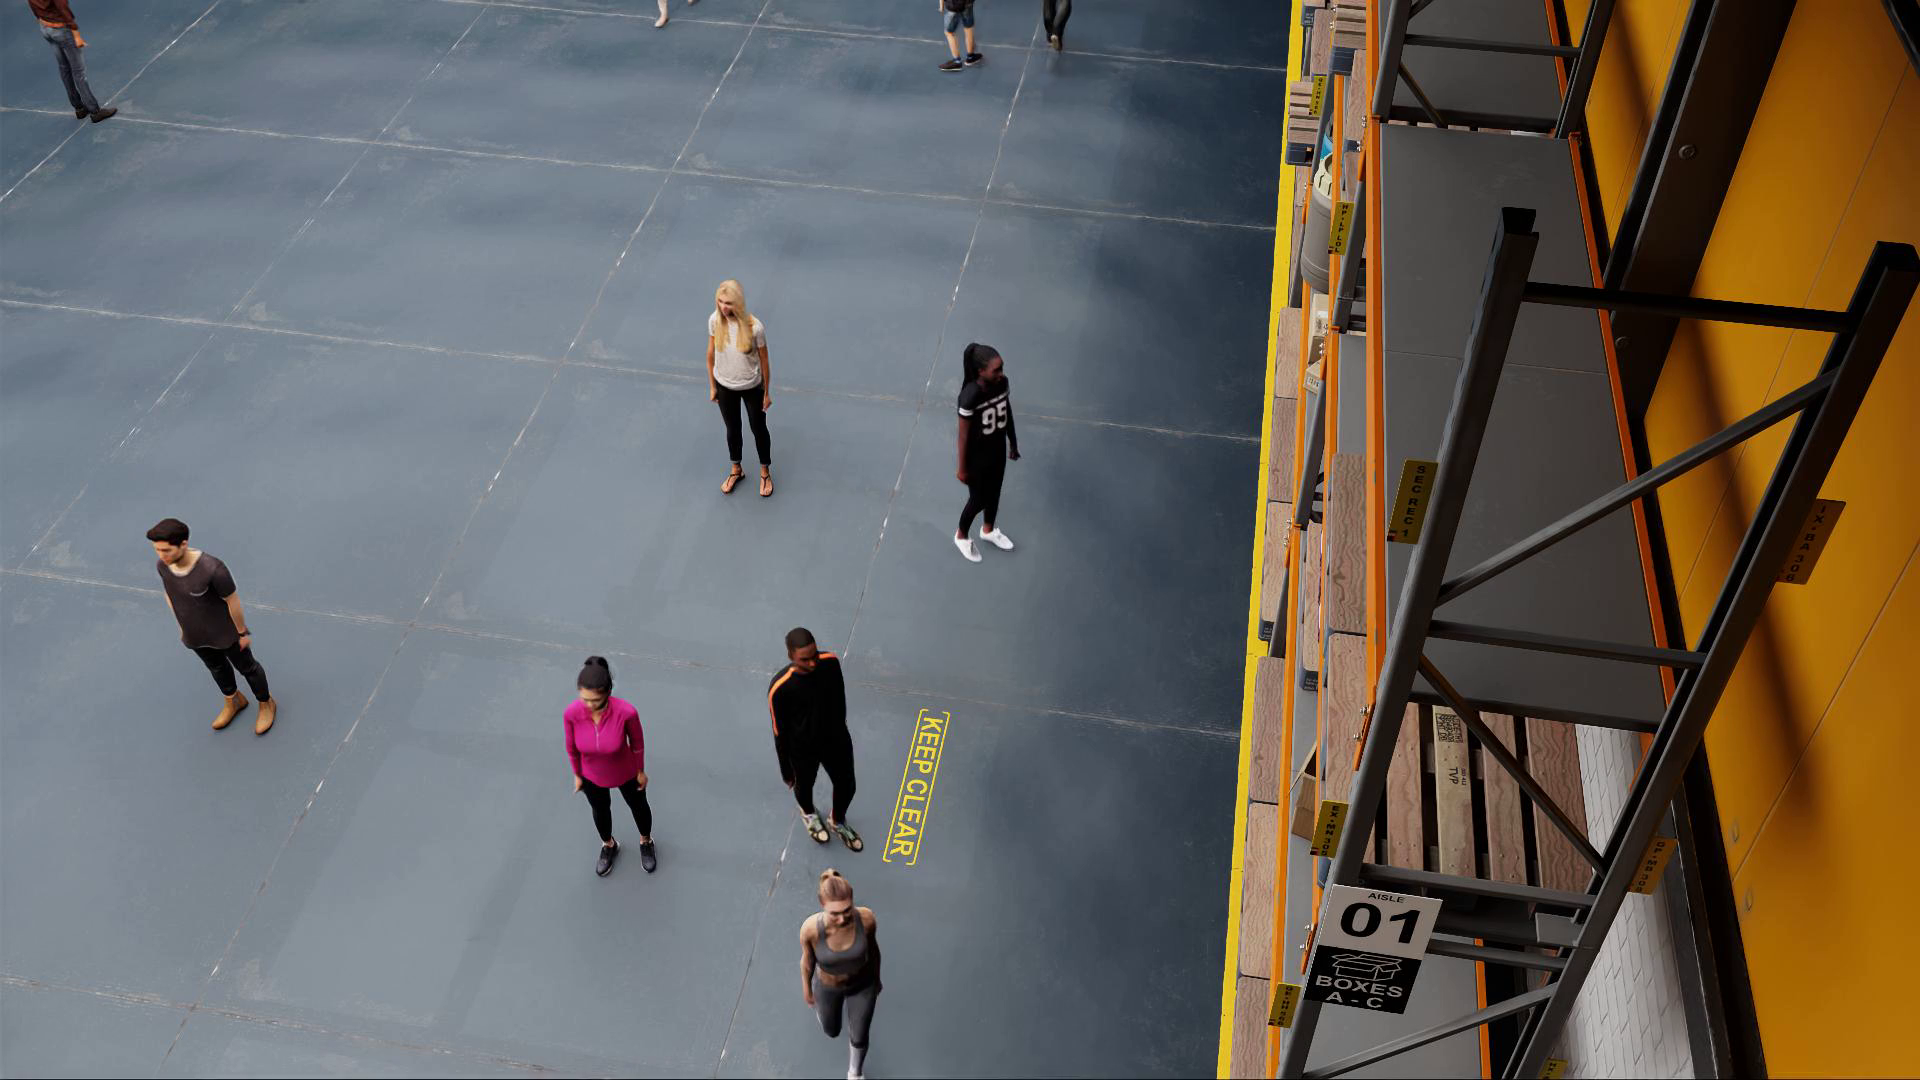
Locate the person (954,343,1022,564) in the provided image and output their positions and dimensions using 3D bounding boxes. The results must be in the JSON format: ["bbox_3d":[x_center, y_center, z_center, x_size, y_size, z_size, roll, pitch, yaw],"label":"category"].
[{"bbox_3d":[0.130,-0.630,11.473,0.830,1.729,0.736,32,52,29],"label":"person"}]

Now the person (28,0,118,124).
[{"bbox_3d":[-8.598,-4.851,15.866,0.700,1.781,0.637,21,48,21],"label":"person"}]

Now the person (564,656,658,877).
[{"bbox_3d":[-1.988,1.295,9.481,0.637,1.700,0.632,-2,44,-2],"label":"person"}]

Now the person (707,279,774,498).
[{"bbox_3d":[-1.565,-1.098,11.894,0.589,1.826,0.515,6,44,6],"label":"person"}]

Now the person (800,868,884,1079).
[{"bbox_3d":[-0.613,2.216,8.516,0.822,1.688,1.029,-11,45,-12],"label":"person"}]

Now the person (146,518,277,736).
[{"bbox_3d":[-4.626,0.510,10.285,0.606,1.717,0.533,7,44,8],"label":"person"}]

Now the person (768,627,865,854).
[{"bbox_3d":[-0.890,1.097,9.614,0.839,1.793,0.898,-24,49,-23],"label":"person"}]

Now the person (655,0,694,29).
[{"bbox_3d":[-3.063,-6.291,17.465,0.711,1.672,1.073,13,45,13],"label":"person"}]

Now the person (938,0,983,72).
[{"bbox_3d":[0.032,-5.442,16.743,0.695,1.427,0.769,-17,46,-17],"label":"person"}]
